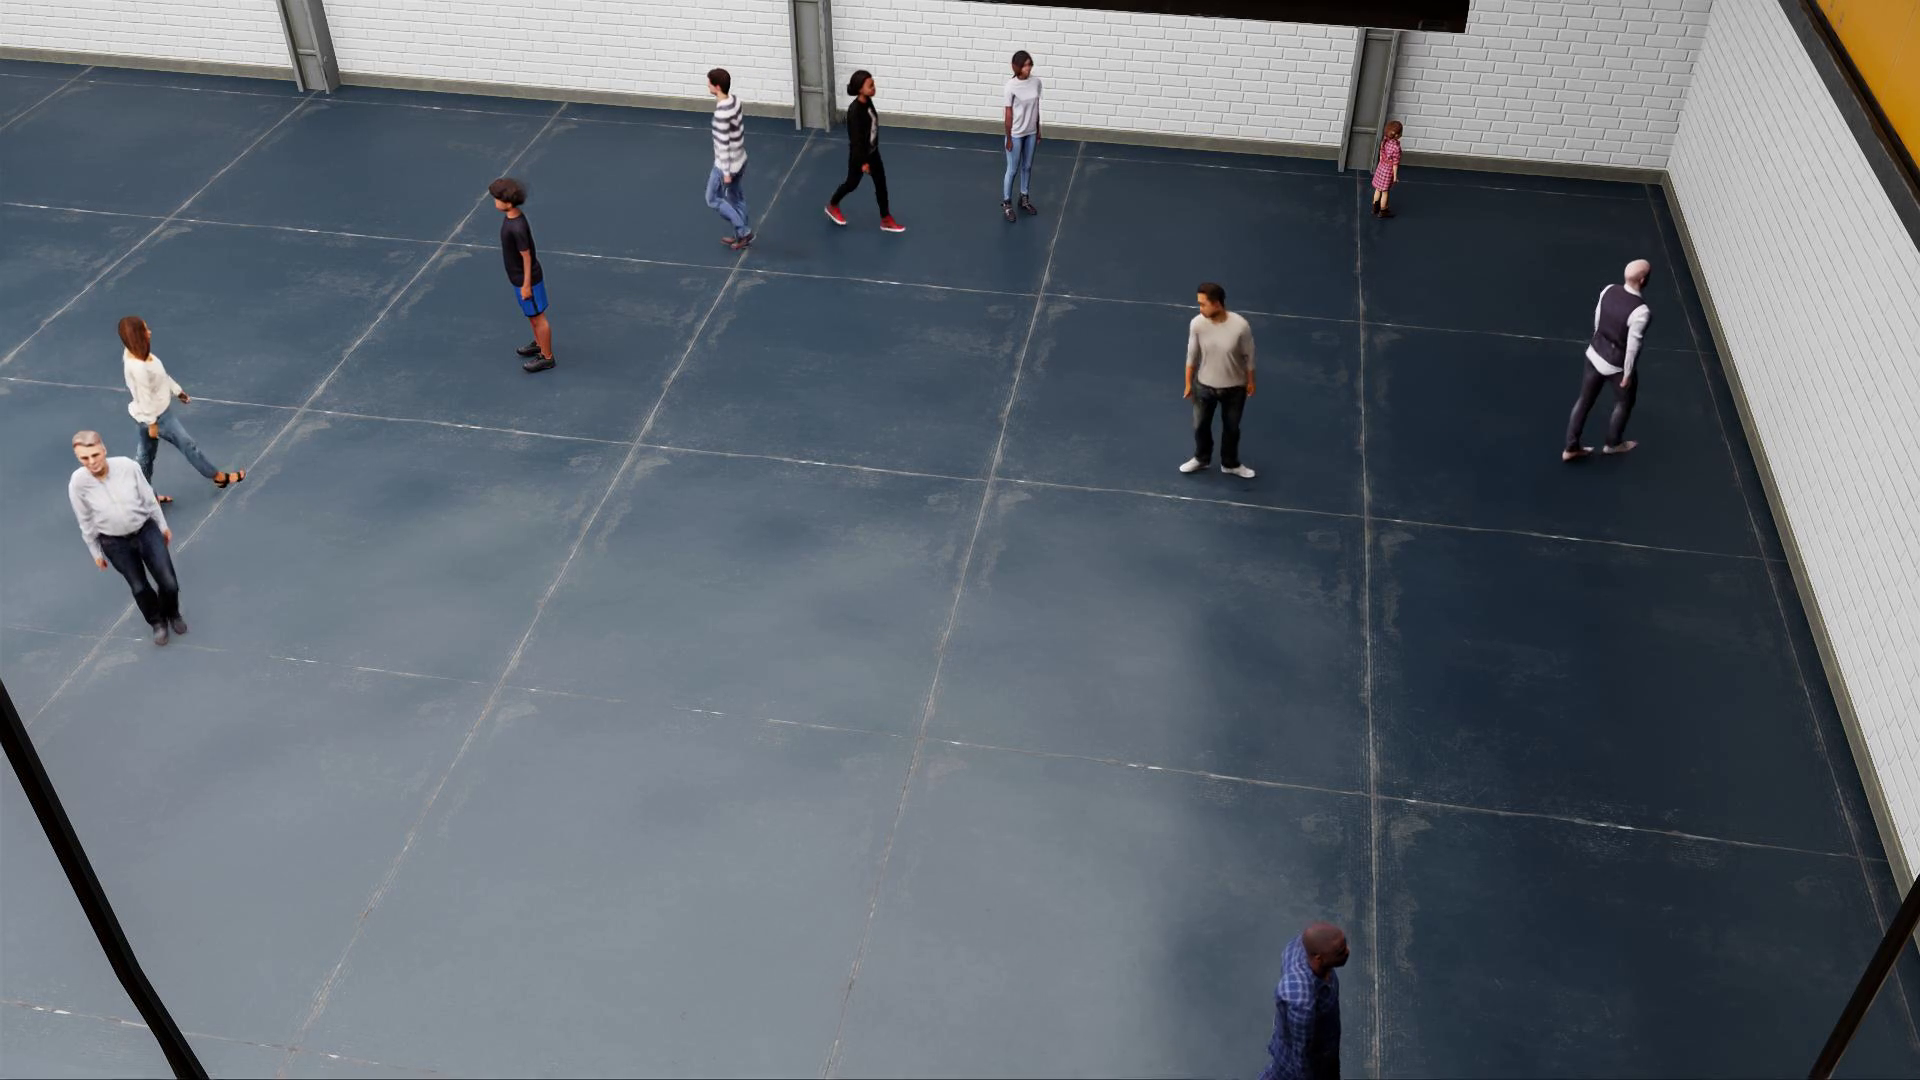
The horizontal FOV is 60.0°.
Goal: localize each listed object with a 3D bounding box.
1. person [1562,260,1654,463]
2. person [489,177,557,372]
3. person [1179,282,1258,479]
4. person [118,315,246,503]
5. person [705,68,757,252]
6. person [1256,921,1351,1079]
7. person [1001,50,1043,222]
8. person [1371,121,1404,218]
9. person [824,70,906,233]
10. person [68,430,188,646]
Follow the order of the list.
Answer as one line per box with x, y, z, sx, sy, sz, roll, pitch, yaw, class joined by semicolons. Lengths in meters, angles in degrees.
5.082;-1.375;13.169;1.051;1.807;0.965;-16;41;-19;person
-3.746;-2.299;14.336;0.722;1.795;0.708;-14;41;-16;person
2.104;-1.239;13.025;0.499;1.774;0.862;1;39;2;person
-6.276;-0.944;12.761;1.112;1.644;1.006;-20;43;-23;person
-2.122;-3.625;15.961;0.691;1.839;0.670;8;39;10;person
1.607;2.532;8.298;1.199;1.780;0.804;13;41;16;person
0.610;-4.045;16.582;0.661;1.719;0.721;-23;44;-26;person
4.312;-3.750;16.772;0.552;1.022;0.503;-16;41;-20;person
-1.029;-3.793;16.329;1.168;1.643;0.831;19;42;22;person
-5.768;-0.071;11.536;0.778;1.807;0.855;-19;42;-23;person
